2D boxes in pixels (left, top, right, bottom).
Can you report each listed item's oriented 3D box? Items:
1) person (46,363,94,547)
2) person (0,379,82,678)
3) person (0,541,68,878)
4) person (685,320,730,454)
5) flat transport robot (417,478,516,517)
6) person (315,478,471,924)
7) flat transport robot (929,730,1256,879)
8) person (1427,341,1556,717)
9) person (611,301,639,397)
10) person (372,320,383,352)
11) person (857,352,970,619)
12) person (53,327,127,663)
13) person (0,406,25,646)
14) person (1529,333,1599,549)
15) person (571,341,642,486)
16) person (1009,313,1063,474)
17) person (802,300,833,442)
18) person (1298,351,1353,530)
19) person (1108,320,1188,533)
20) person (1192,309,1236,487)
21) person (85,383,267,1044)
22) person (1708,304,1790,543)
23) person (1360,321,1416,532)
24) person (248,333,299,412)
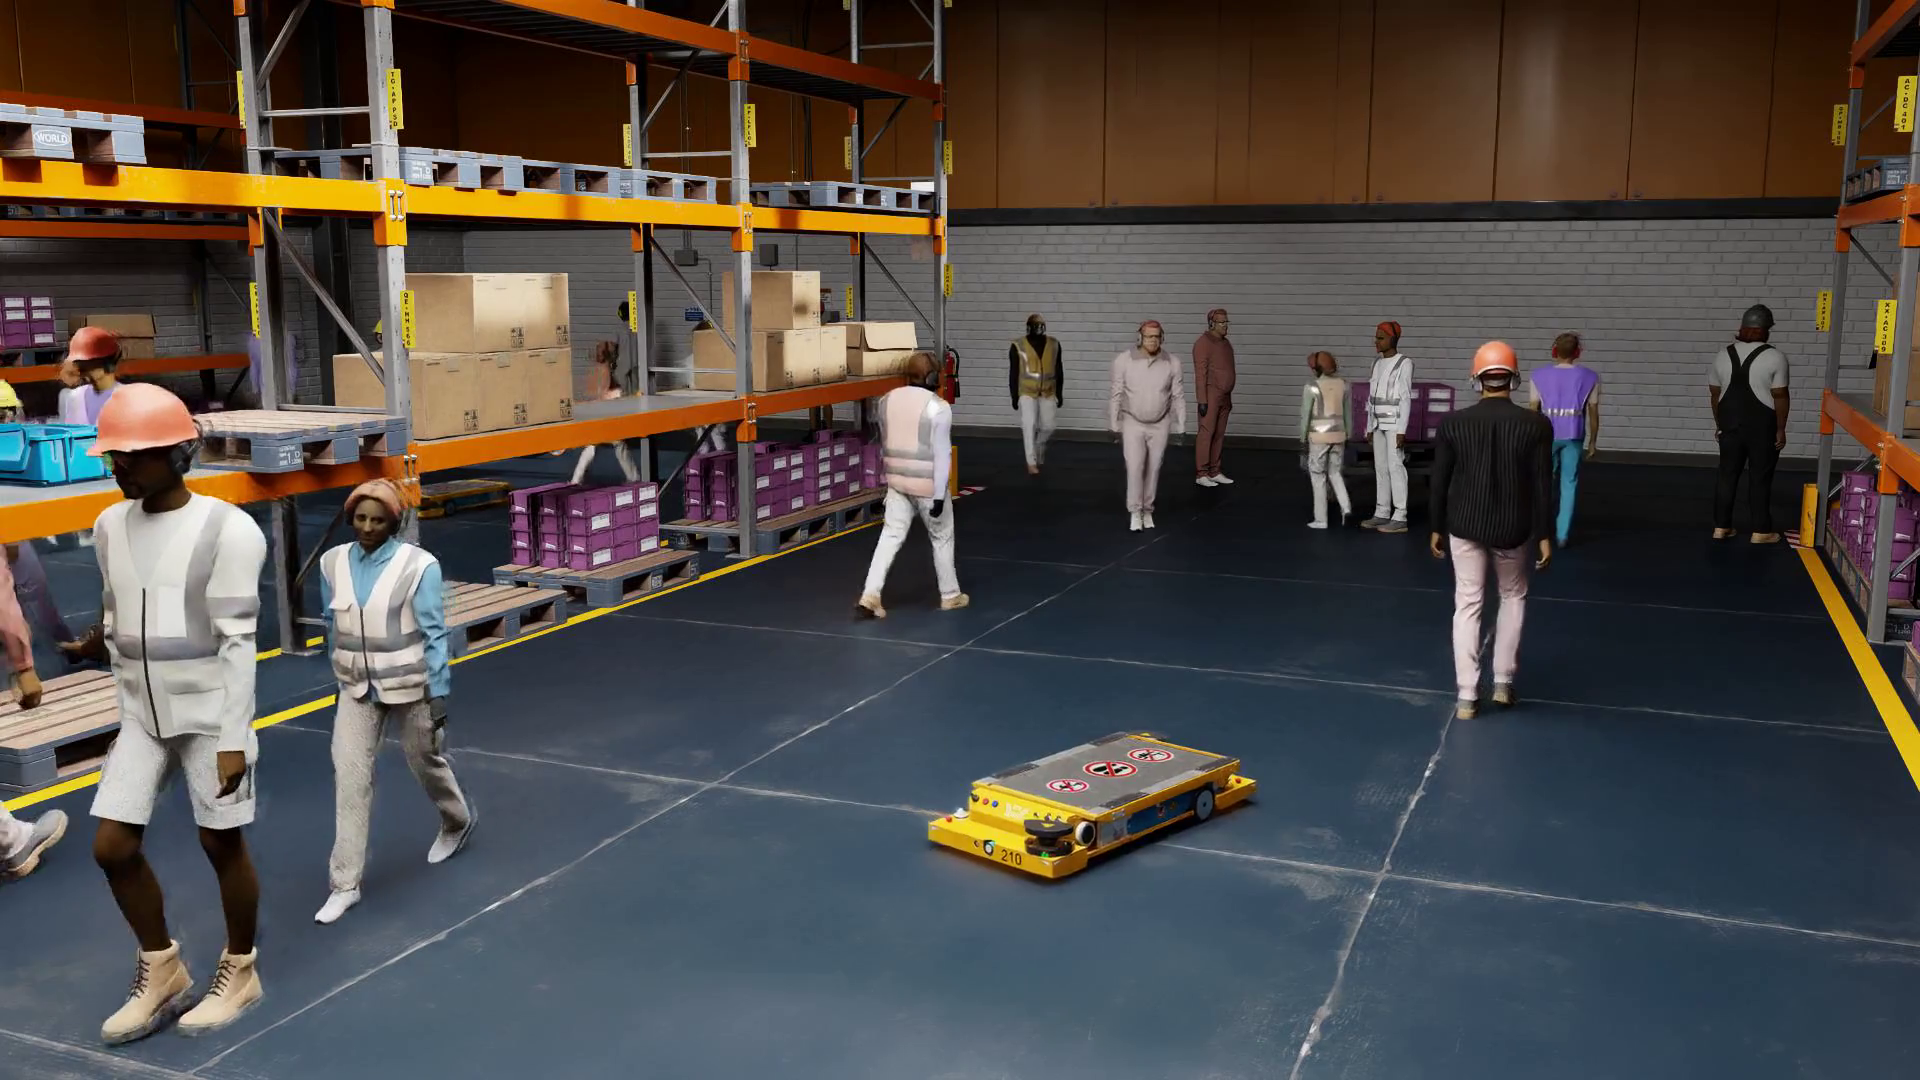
[{"bbox_3d":[-7.409,-0.709,13.826,0.520,1.608,0.547,9,13,43],"label":"person"},{"bbox_3d":[-5.431,-0.060,9.539,0.550,1.713,0.916,5,11,27],"label":"person"},{"bbox_3d":[-3.621,0.417,6.003,0.652,1.938,1.019,3,10,16],"label":"person"},{"bbox_3d":[-2.376,-1.151,15.755,0.545,1.857,0.494,8,12,39],"label":"person"},{"bbox_3d":[-4.935,-0.419,16.133,0.652,0.197,1.431,5,11,29],"label":"flat transport robot"},{"bbox_3d":[-2.129,0.546,6.289,0.530,1.599,0.848,2,10,11],"label":"person"},{"bbox_3d":[0.592,1.081,7.041,0.652,0.197,1.431,8,13,42],"label":"flat transport robot"},{"bbox_3d":[2.821,-0.064,8.841,0.660,1.964,0.702,4,10,23],"label":"person"},{"bbox_3d":[-4.744,-2.474,23.760,0.524,1.870,0.316,-8,12,-39],"label":"person"},{"bbox_3d":[-6.435,-1.601,18.762,0.298,1.772,0.533,4,10,24],"label":"person"},{"bbox_3d":[-0.324,-0.369,11.221,0.631,1.805,0.940,6,11,34],"label":"person"},{"bbox_3d":[-5.155,-0.269,10.004,0.606,1.994,1.003,4,10,24],"label":"person"},{"bbox_3d":[-6.024,-0.256,10.173,0.569,1.911,0.681,3,10,19],"label":"person"},{"bbox_3d":[5.135,-0.856,14.194,0.585,1.789,0.973,3,10,16],"label":"person"},{"bbox_3d":[-3.656,-1.265,17.249,0.888,1.592,0.531,-4,10,-21],"label":"person"},{"bbox_3d":[0.865,-1.671,19.011,0.646,1.828,0.487,-2,10,-13],"label":"person"},{"bbox_3d":[-1.932,-2.282,22.379,0.552,1.937,0.359,-7,12,-36],"label":"person"},{"bbox_3d":[3.283,-0.878,14.838,0.530,1.618,0.376,-4,10,-22],"label":"person"},{"bbox_3d":[1.689,-0.993,14.738,0.685,1.873,0.840,-1,9,-5],"label":"person"},{"bbox_3d":[2.765,-1.531,17.926,0.407,1.906,0.655,7,12,36],"label":"person"},{"bbox_3d":[-2.381,0.547,5.001,0.607,2.024,0.610,2,10,15],"label":"person"},{"bbox_3d":[6.821,-1.001,14.306,0.537,2.000,0.682,-7,11,-35],"label":"person"},{"bbox_3d":[3.827,-1.007,14.863,0.348,1.878,0.579,-3,10,-18],"label":"person"},{"bbox_3d":[-7.945,-1.743,19.189,0.635,1.919,0.779,3,10,18],"label":"person"}]
